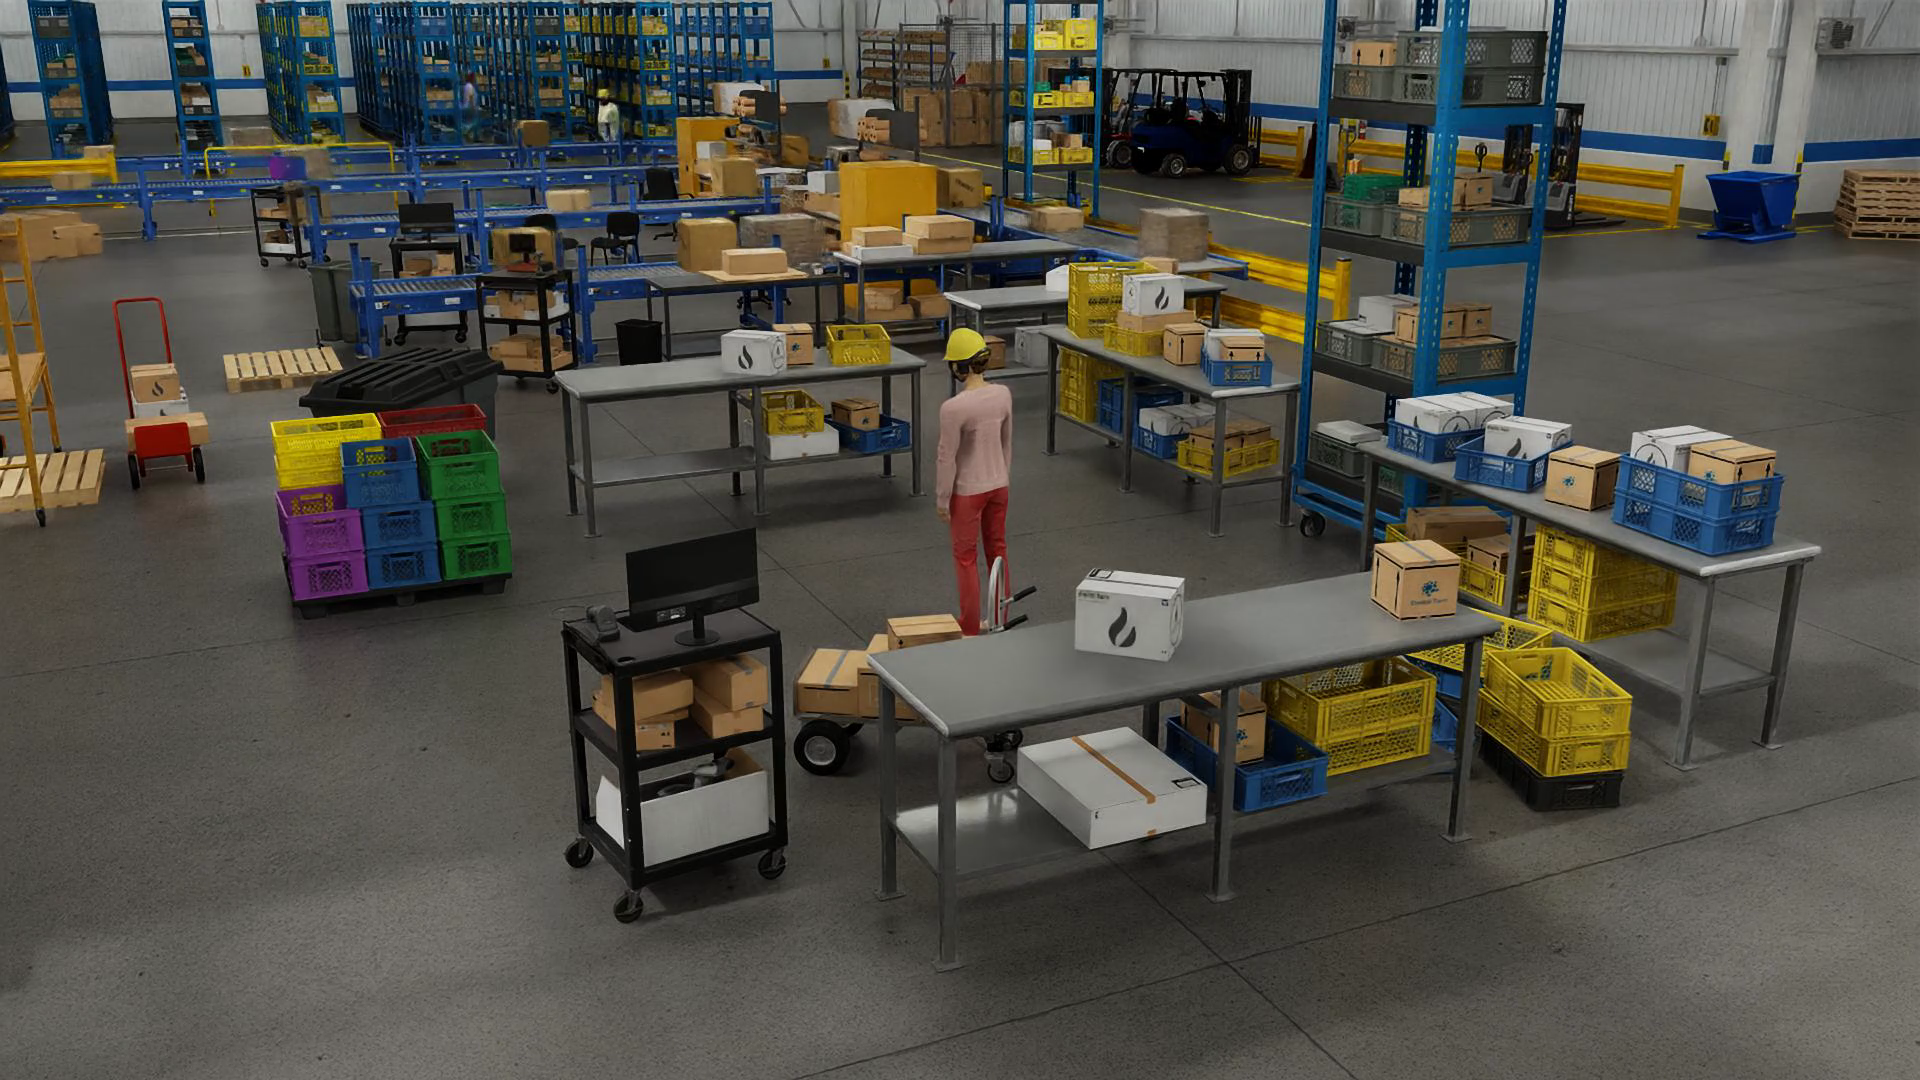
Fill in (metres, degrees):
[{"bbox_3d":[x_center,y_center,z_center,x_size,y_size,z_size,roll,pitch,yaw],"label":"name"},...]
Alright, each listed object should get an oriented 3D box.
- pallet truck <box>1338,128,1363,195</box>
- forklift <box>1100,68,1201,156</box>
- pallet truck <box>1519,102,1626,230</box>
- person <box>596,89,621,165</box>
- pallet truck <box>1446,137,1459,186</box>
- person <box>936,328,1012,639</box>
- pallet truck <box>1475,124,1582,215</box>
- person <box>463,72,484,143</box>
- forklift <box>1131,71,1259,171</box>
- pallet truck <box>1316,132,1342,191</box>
[{"bbox_3d":[7.845,-7.140,31.411,1.522,1.261,0.704,-9,20,-25],"label":"pallet truck"},{"bbox_3d":[4.082,-9.564,37.410,2.680,1.987,1.157,-8,19,-23],"label":"forklift"},{"bbox_3d":[9.972,-6.037,26.785,1.885,1.965,0.823,-9,20,-25],"label":"pallet truck"},{"bbox_3d":[-7.484,-8.664,35.376,0.609,1.807,0.417,16,23,40],"label":"person"},{"bbox_3d":[9.184,-6.485,29.328,1.630,1.274,0.653,-8,19,-23],"label":"pallet truck"},{"bbox_3d":[0.068,-0.276,9.033,0.533,1.758,0.346,-17,24,-42],"label":"person"},{"bbox_3d":[9.707,-6.455,28.103,1.885,1.965,0.823,-7,19,-20],"label":"pallet truck"},{"bbox_3d":[-12.960,-11.467,44.153,0.458,1.829,0.603,-6,18,-17],"label":"person"},{"bbox_3d":[4.998,-8.936,35.413,2.680,1.987,1.157,-9,20,-25],"label":"forklift"},{"bbox_3d":[7.723,-7.504,32.656,1.601,1.201,0.680,-8,19,-23],"label":"pallet truck"}]
